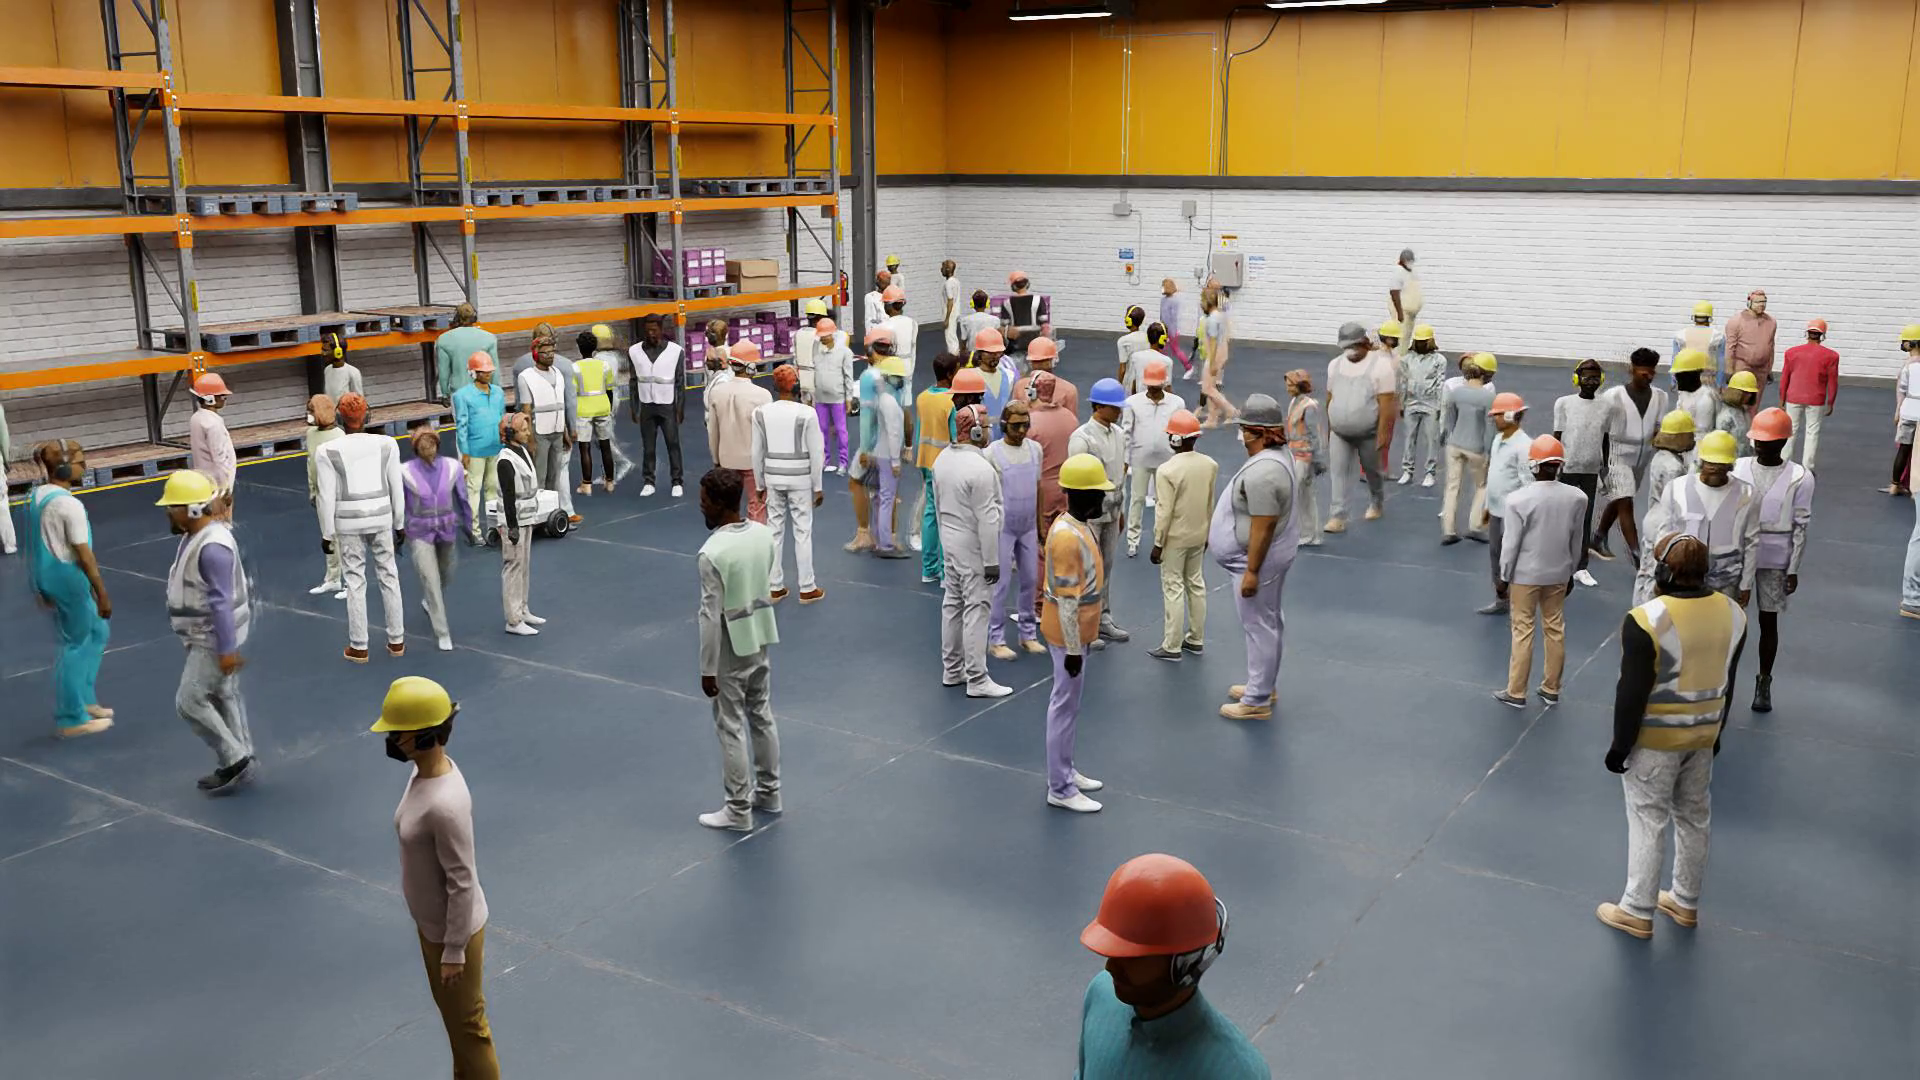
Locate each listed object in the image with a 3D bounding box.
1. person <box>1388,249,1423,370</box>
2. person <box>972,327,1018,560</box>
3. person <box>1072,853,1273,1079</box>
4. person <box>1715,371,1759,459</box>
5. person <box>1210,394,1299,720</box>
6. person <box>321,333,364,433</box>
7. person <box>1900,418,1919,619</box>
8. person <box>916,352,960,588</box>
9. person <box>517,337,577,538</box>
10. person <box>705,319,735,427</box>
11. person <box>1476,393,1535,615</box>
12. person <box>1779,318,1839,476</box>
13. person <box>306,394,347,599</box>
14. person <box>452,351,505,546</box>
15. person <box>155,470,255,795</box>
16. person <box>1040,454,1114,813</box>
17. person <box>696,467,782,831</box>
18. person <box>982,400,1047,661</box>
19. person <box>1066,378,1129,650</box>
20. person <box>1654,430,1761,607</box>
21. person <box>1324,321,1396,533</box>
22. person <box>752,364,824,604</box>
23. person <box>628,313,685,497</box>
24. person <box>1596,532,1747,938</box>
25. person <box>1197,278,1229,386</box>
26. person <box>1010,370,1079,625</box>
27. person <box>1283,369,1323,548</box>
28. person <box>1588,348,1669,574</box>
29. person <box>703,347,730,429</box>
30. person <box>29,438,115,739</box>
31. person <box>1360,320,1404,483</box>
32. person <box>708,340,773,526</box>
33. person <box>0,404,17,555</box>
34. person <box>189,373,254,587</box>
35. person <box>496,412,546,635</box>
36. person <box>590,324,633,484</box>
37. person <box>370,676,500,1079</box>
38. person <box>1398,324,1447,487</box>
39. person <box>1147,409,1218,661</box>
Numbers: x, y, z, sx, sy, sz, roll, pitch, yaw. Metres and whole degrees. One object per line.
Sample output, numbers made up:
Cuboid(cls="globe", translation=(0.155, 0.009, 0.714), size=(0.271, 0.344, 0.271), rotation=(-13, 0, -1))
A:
Cuboid(cls="person", translation=(7.352, -3.822, 27.385), size=(0.750, 2.000, 0.536), rotation=(-12, 18, -42))
Cuboid(cls="person", translation=(0.251, -0.806, 14.299), size=(0.608, 2.044, 0.377), rotation=(-8, 15, -31))
Cuboid(cls="person", translation=(0.434, 1.645, 3.769), size=(0.379, 1.996, 0.610), rotation=(-9, 16, -34))
Cuboid(cls="person", translation=(6.385, -0.534, 13.778), size=(0.316, 1.740, 0.492), rotation=(12, 18, 42))
Cuboid(cls="person", translation=(1.823, 0.098, 10.381), size=(0.536, 2.000, 0.678), rotation=(5, 14, 21))
Cuboid(cls="person", translation=(-5.763, -1.007, 15.559), size=(0.521, 1.868, 0.335), rotation=(9, 16, 33))
Cuboid(cls="person", translation=(7.416, -0.391, 12.622), size=(0.387, 1.987, 0.611), rotation=(8, 15, 32))
Cuboid(cls="person", translation=(-0.137, -0.567, 13.534), size=(0.383, 1.918, 0.597), rotation=(-9, 16, -35))
Cuboid(cls="person", translation=(-3.841, -0.961, 15.401), size=(0.389, 1.846, 0.567), rotation=(6, 14, 24))
Cuboid(cls="person", translation=(-2.437, -1.335, 17.025), size=(0.344, 1.845, 0.506), rotation=(6, 14, 25))
Cuboid(cls="person", translation=(4.163, -0.231, 12.552), size=(0.372, 1.716, 0.641), rotation=(-2, 13, -7))
Cuboid(cls="person", translation=(9.288, -1.558, 18.225), size=(0.574, 1.740, 0.355), rotation=(9, 16, 33))
Cuboid(cls="person", translation=(-4.996, -0.347, 13.202), size=(0.501, 1.633, 0.285), rotation=(9, 16, 35))
Cuboid(cls="person", translation=(-4.301, -0.838, 15.064), size=(0.327, 1.753, 0.560), rotation=(8, 15, 32))
Cuboid(cls="person", translation=(-4.116, 0.511, 9.080), size=(0.443, 1.813, 0.615), rotation=(-8, 15, -31))
Cuboid(cls="person", translation=(0.625, 0.486, 8.943), size=(0.374, 1.928, 0.584), rotation=(2, 13, 8))
Cuboid(cls="person", translation=(-1.147, 0.569, 8.635), size=(0.384, 1.910, 0.596), rotation=(6, 14, 26))
Cuboid(cls="person", translation=(0.368, -0.068, 11.566), size=(0.518, 1.834, 0.347), rotation=(-8, 15, -32))
Cuboid(cls="person", translation=(0.993, -0.190, 11.856), size=(0.417, 1.940, 0.607), rotation=(11, 17, 38))
Cuboid(cls="person", translation=(4.634, 0.213, 10.360), size=(0.593, 1.824, 0.403), rotation=(5, 14, 22))
Cuboid(cls="person", translation=(3.770, -1.129, 15.704), size=(0.692, 2.000, 1.014), rotation=(9, 16, 33))
Cuboid(cls="person", translation=(-1.339, -0.432, 13.025), size=(0.573, 1.883, 0.357), rotation=(4, 14, 17))
Cuboid(cls="person", translation=(-3.107, -1.389, 17.134), size=(0.589, 1.907, 0.396), rotation=(1, 13, 5))
Cuboid(cls="person", translation=(3.159, 0.874, 7.451), size=(0.623, 1.844, 0.430), rotation=(-5, 14, -19))
Cuboid(cls="person", translation=(3.862, -3.171, 25.439), size=(0.522, 1.639, 0.305), rotation=(-3, 13, -14))
Cuboid(cls="person", translation=(0.600, -0.319, 12.484), size=(0.399, 1.909, 0.642), rotation=(12, 17, 42))
Cuboid(cls="person", translation=(2.992, -0.715, 14.841), size=(0.569, 1.620, 0.520), rotation=(0, 13, 0))
Cuboid(cls="person", translation=(5.686, -0.680, 14.038), size=(0.622, 1.896, 1.071), rotation=(-3, 13, -12))
Cuboid(cls="person", translation=(-2.363, -1.081, 16.375), size=(0.307, 1.639, 0.525), rotation=(-4, 13, -15))
Cuboid(cls="person", translation=(-5.299, 0.287, 10.030), size=(0.522, 1.824, 0.521), rotation=(11, 17, 41))
Cuboid(cls="person", translation=(4.556, -1.474, 17.822), size=(0.342, 1.757, 0.529), rotation=(12, 17, 42))
Cuboid(cls="person", translation=(-1.767, -0.647, 13.712), size=(0.625, 1.992, 0.389), rotation=(6, 14, 24))
Cuboid(cls="person", translation=(-8.550, -0.649, 14.498), size=(0.514, 1.641, 0.309), rotation=(-10, 16, -36))
Cuboid(cls="person", translation=(-6.030, -0.482, 13.526), size=(0.329, 1.751, 0.566), rotation=(-10, 17, -38))
Cuboid(cls="person", translation=(-3.249, -0.127, 12.234), size=(0.307, 1.639, 0.525), rotation=(0, 13, -2))
Cuboid(cls="person", translation=(-3.736, -1.424, 17.677), size=(0.447, 1.721, 0.513), rotation=(3, 13, 13))
Cuboid(cls="person", translation=(-1.792, 1.316, 5.702), size=(0.325, 1.767, 0.533), rotation=(-6, 14, -26))
Cuboid(cls="person", translation=(4.905, -1.433, 17.698), size=(0.480, 1.733, 0.339), rotation=(7, 15, 29))
Cuboid(cls="person", translation=(1.535, -0.037, 11.582), size=(0.572, 1.754, 0.322), rotation=(-11, 17, -40))
